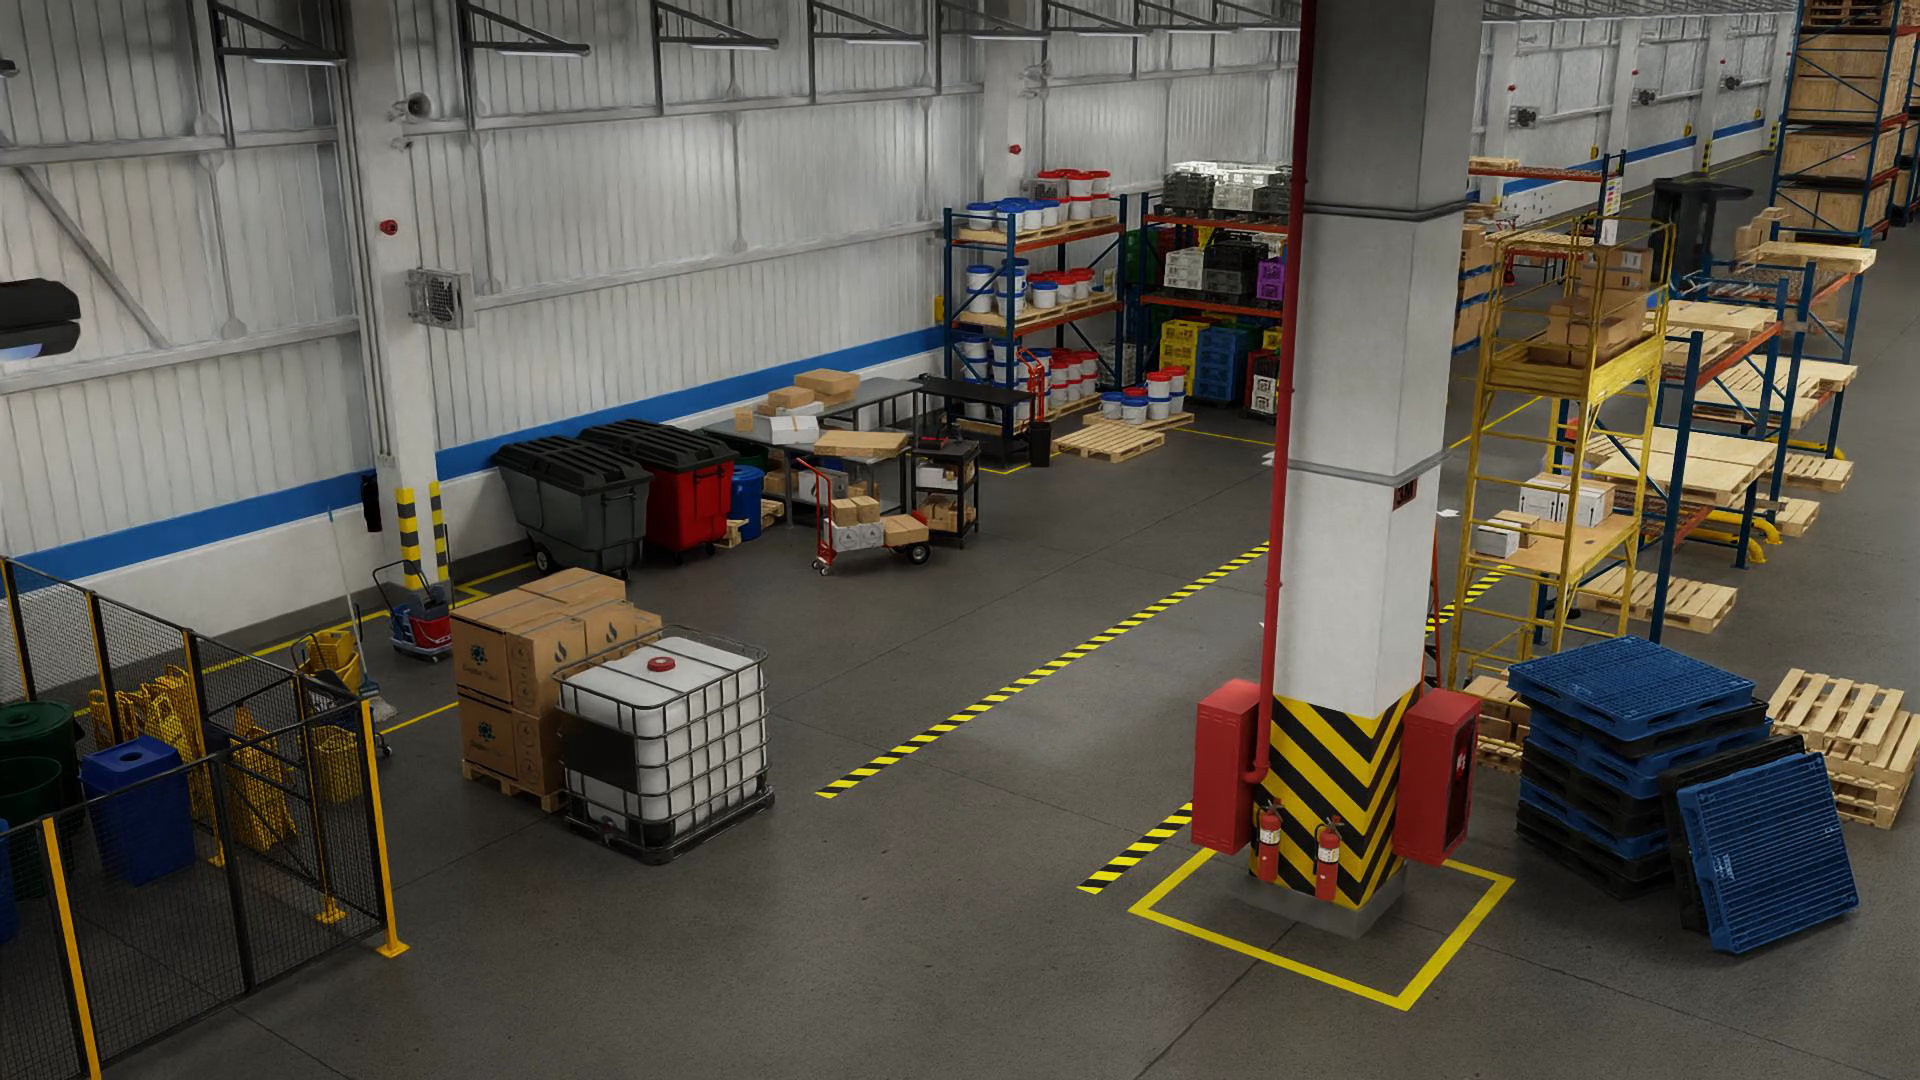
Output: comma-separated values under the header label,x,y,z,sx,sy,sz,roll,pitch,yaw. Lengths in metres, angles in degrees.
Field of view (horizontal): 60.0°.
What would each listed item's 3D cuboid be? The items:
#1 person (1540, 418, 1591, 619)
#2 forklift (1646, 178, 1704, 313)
label,x,y,z,sx,sy,sz,roll,pitch,yaw
person,5.715,-0.208,15.746,0.370,1.939,0.543,-10,21,-29
forklift,11.678,-4.530,27.485,1.873,2.768,1.129,-4,18,-11
